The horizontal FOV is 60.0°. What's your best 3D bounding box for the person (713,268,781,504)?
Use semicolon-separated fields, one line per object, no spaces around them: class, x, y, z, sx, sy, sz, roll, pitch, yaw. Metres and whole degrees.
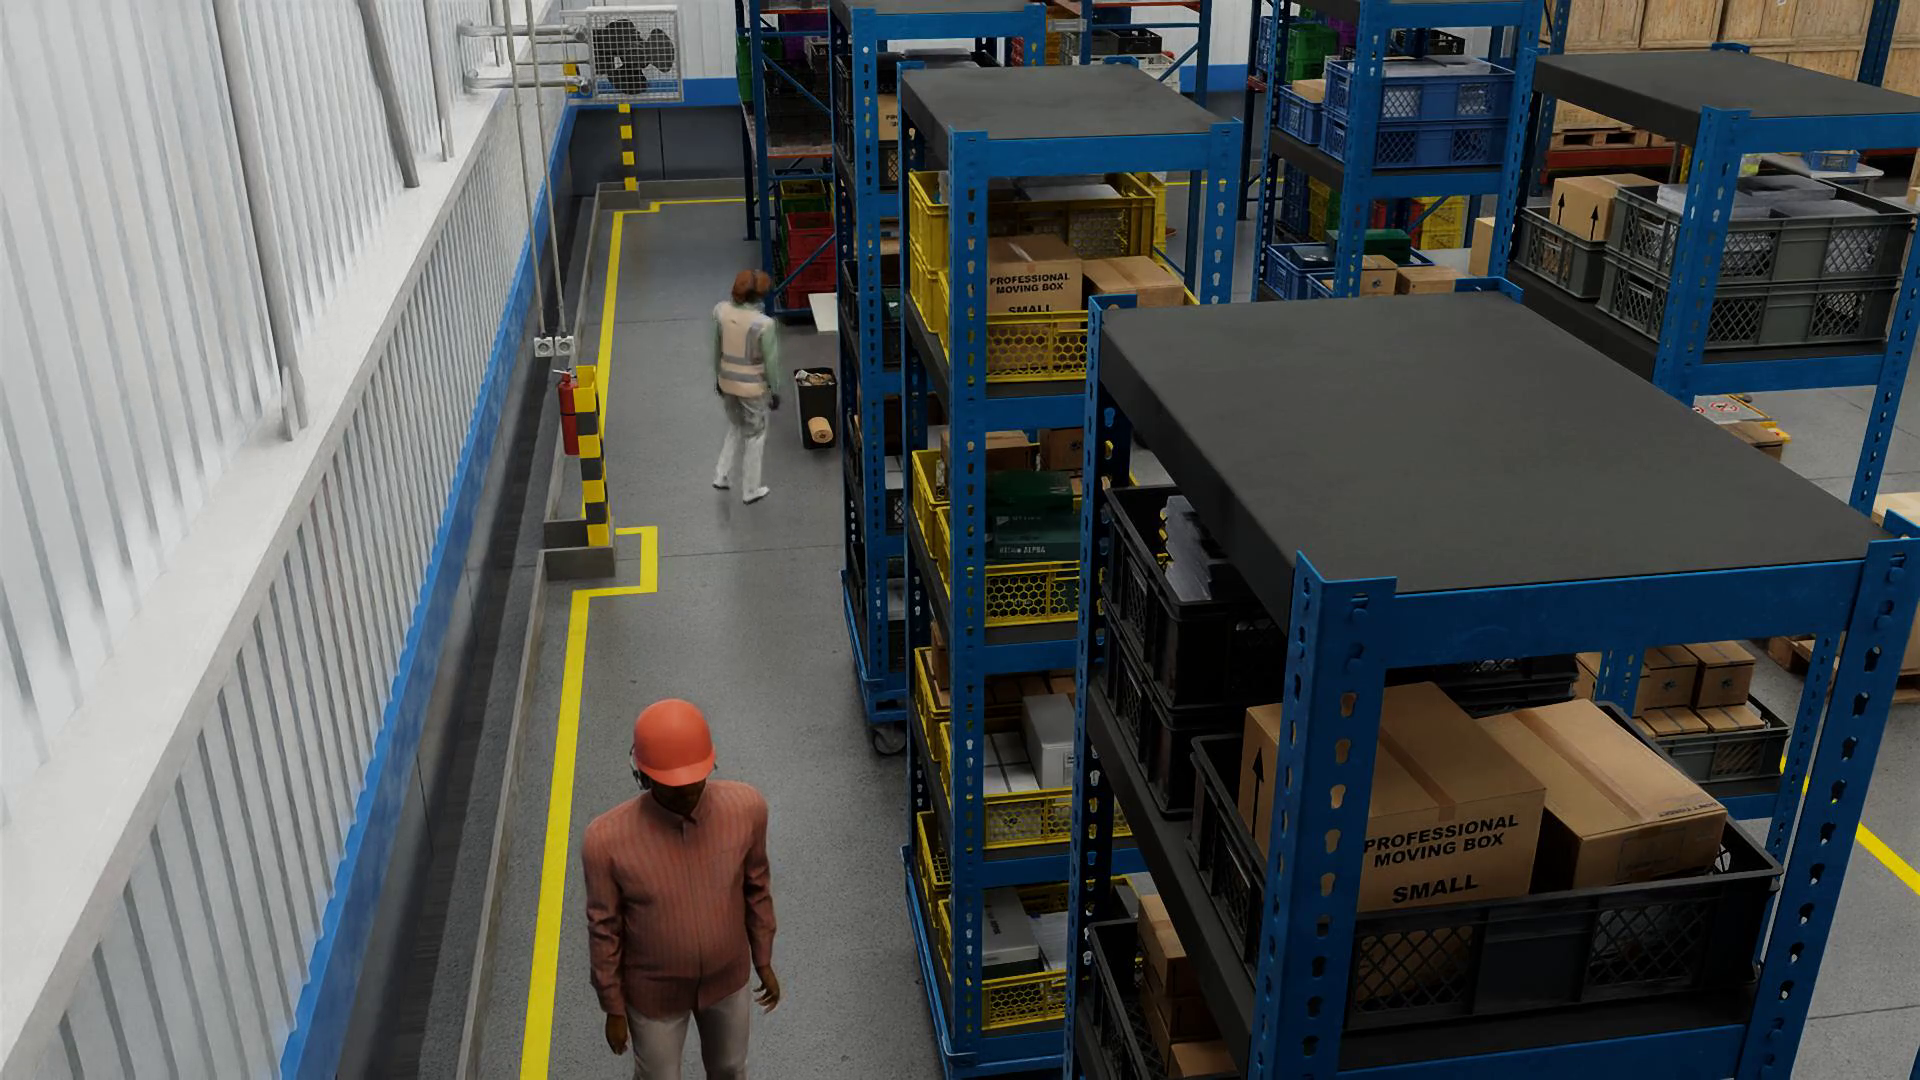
person;-1.392;-0.993;10.830;0.550;1.612;0.334;16;29;32

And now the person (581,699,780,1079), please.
person;-0.850;1.375;5.230;0.609;1.995;0.376;-14;28;-28

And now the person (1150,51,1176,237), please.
person;2.077;-4.123;17.315;0.356;1.882;0.574;-5;25;-10
